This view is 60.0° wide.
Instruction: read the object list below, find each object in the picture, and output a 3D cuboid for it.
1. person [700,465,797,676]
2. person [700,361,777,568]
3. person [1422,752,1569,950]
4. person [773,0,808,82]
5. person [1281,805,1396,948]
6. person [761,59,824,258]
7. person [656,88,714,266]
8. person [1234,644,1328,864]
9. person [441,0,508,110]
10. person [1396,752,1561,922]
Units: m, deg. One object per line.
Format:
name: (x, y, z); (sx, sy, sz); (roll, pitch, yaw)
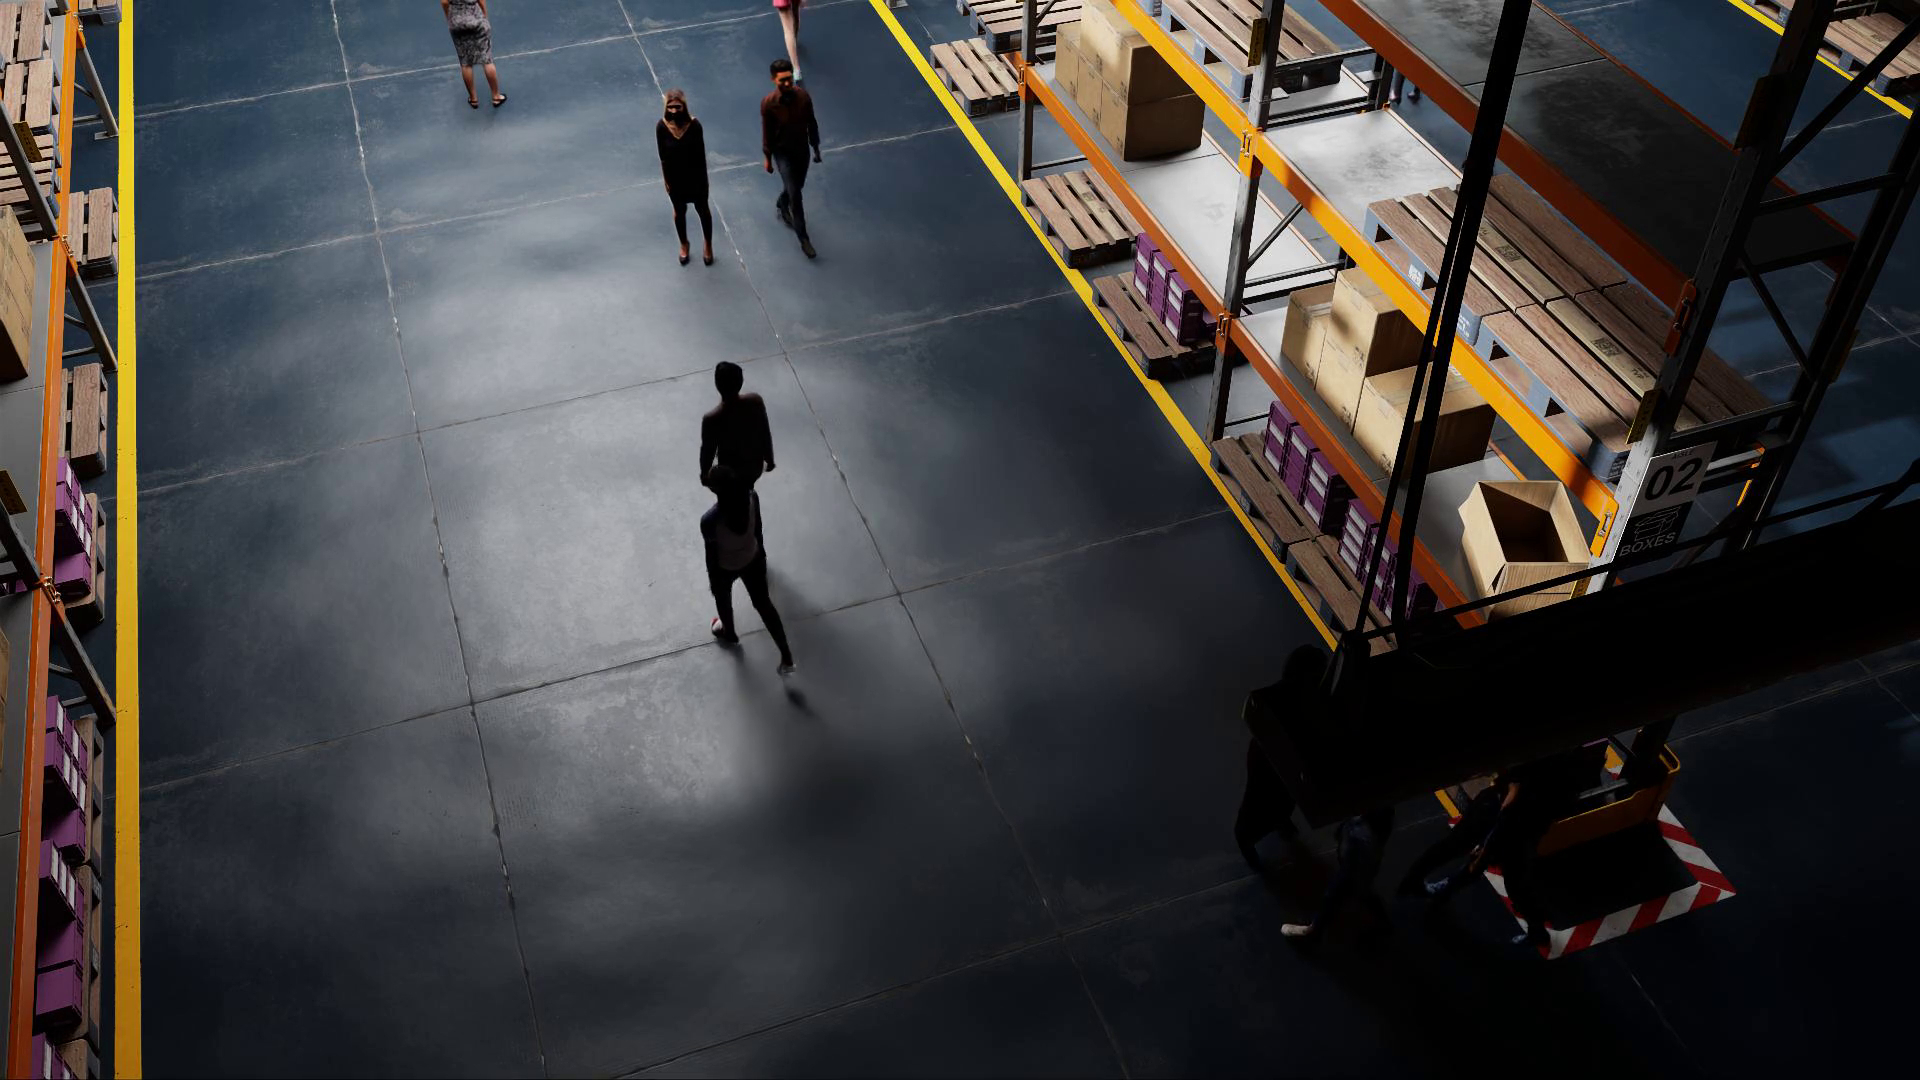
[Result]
person: (-1.391, 0.210, 10.772); (0.867, 1.695, 1.186); (-31, 51, -28)
person: (-1.460, -0.449, 11.418); (0.727, 1.760, 0.757); (-15, 46, -16)
person: (3.154, 1.735, 9.257); (1.168, 1.577, 1.053); (22, 48, 21)
person: (-1.727, -5.486, 16.745); (0.680, 1.704, 1.250); (-9, 44, -9)
person: (2.297, 1.802, 9.278); (0.929, 1.452, 0.923); (8, 44, 8)
person: (-1.503, -3.404, 14.530); (0.769, 1.745, 1.152); (-21, 47, -21)
person: (-2.342, -3.112, 14.275); (0.590, 1.674, 0.563); (-3, 44, -3)
person: (1.882, 1.217, 9.670); (0.747, 1.758, 0.739); (-28, 50, -26)
person: (-4.816, -5.038, 16.274); (0.621, 1.705, 0.586); (-2, 44, -2)
person: (2.929, 1.598, 9.358); (1.063, 1.636, 1.180); (6, 44, 7)
